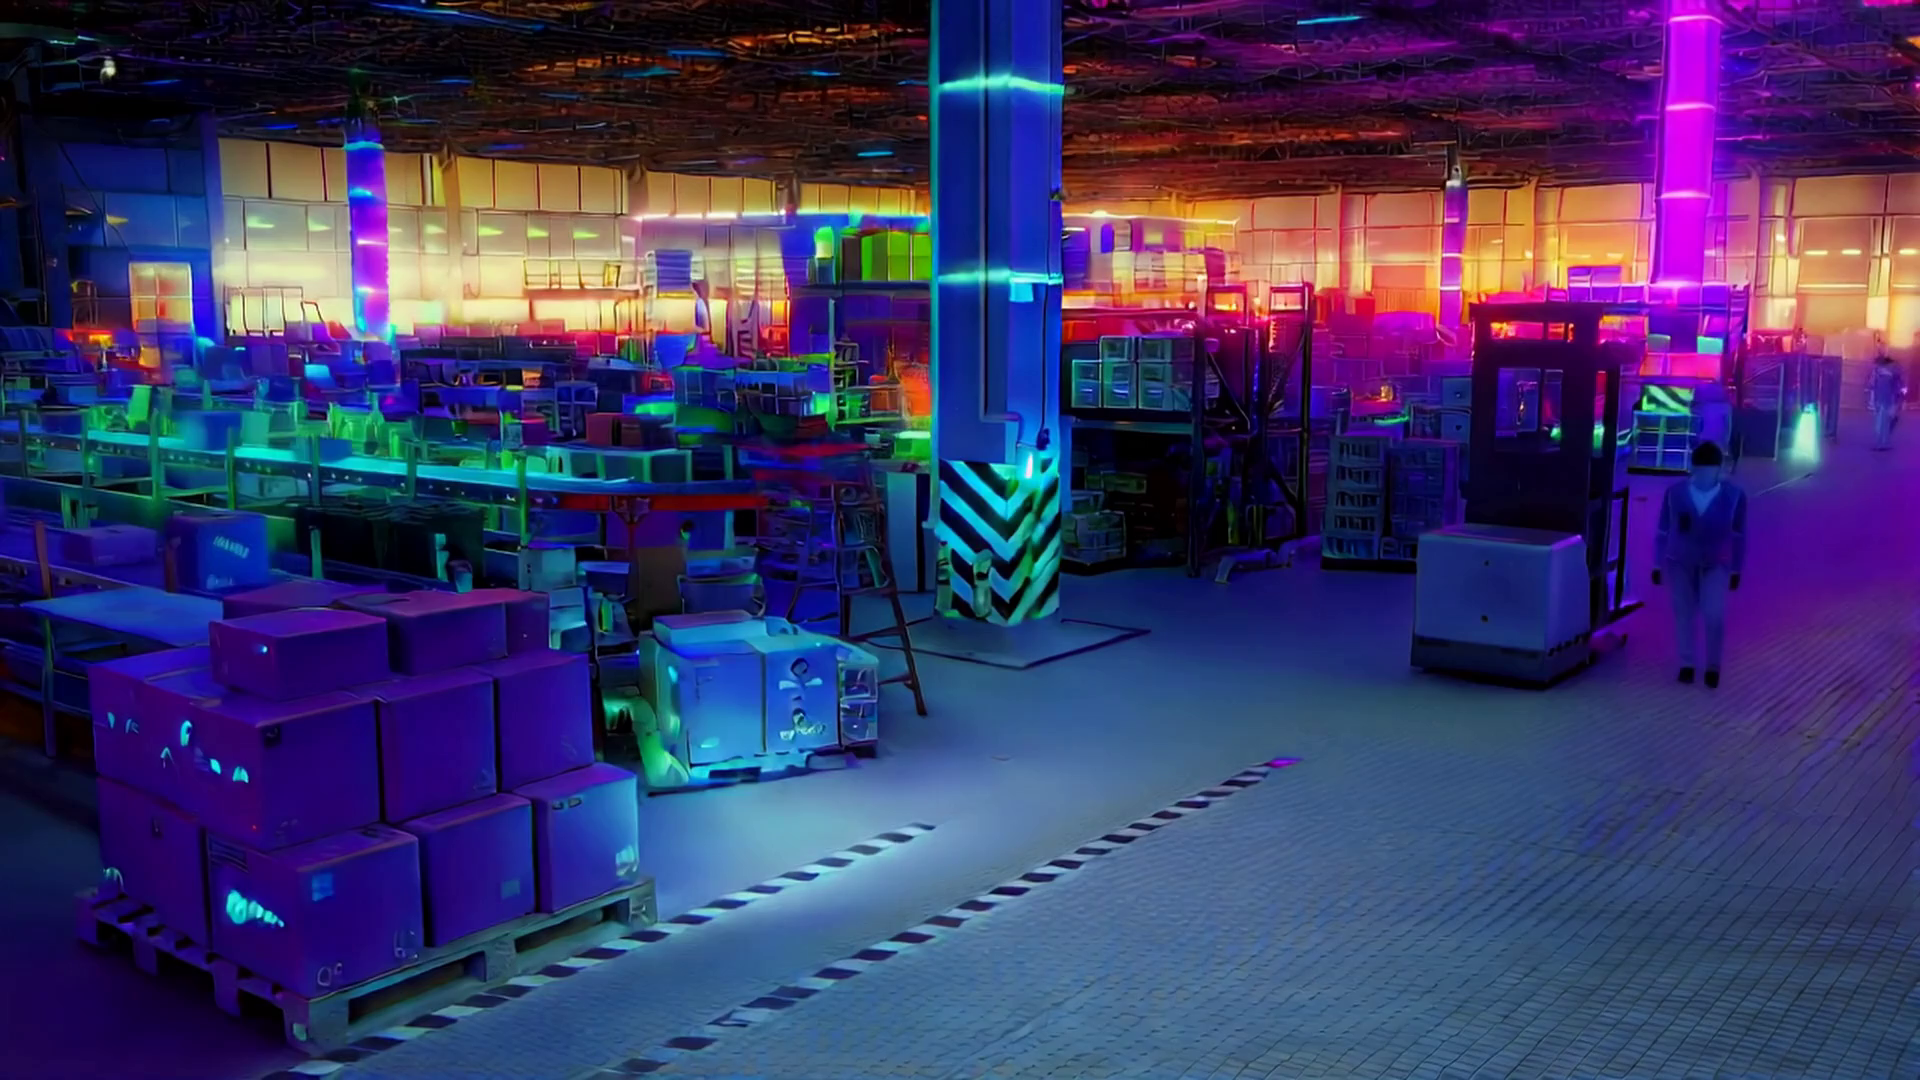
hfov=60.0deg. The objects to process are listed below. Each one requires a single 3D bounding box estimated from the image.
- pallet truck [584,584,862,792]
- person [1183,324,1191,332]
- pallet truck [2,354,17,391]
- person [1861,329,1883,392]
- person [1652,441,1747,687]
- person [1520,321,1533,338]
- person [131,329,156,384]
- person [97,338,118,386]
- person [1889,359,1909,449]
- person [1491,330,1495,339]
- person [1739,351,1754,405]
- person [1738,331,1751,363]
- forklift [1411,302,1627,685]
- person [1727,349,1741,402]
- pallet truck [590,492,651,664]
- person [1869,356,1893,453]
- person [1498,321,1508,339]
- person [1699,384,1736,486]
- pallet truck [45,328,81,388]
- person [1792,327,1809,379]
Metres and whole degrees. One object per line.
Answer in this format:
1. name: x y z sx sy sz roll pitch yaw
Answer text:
1. pallet truck: -1.426 0.805 10.019 1.601 1.201 0.680 -4 9 -26
2. person: 7.435 -5.995 53.611 0.890 1.911 0.559 3 9 21
3. pallet truck: -24.881 -4.417 42.634 1.885 1.965 0.823 8 11 41
4. person: 26.981 -5.286 48.970 0.606 1.854 0.580 6 10 34
5. person: 5.429 0.181 12.249 0.605 1.813 0.562 5 10 32
6. person: 26.124 -9.381 76.712 0.641 1.826 0.704 -1 9 -7
7. person: -21.201 -4.498 43.228 0.623 1.994 1.032 -1 9 -10
8. person: -22.287 -4.497 43.665 0.654 1.852 0.954 4 9 23
9. person: 17.435 -2.556 31.160 0.547 1.672 0.646 0 8 3
10. person: 13.763 -4.547 43.512 0.376 1.997 0.612 1 9 9
11. person: 17.005 -3.320 36.379 0.532 1.660 0.784 -2 9 -16
12. person: 25.282 -5.927 53.670 0.311 1.743 0.493 -2 9 -15
13. forklift: 4.379 -0.438 12.852 1.129 2.768 1.873 7 11 37
14. person: 16.324 -3.179 35.235 0.567 1.702 0.904 -2 9 -11
15. pallet truck: -3.115 0.344 12.883 0.653 1.274 1.630 7 11 37
16. person: 16.786 -2.464 30.285 0.344 1.756 0.518 2 9 11
17. person: 18.904 -6.667 58.004 0.371 1.935 0.551 5 10 30
18. person: 10.883 -1.439 23.925 0.835 1.589 0.506 -8 11 -42
19. pallet truck: -23.775 -4.544 43.495 1.885 1.965 0.823 6 10 35
20. person: 26.754 -5.870 52.980 0.552 1.831 0.401 -3 9 -19
